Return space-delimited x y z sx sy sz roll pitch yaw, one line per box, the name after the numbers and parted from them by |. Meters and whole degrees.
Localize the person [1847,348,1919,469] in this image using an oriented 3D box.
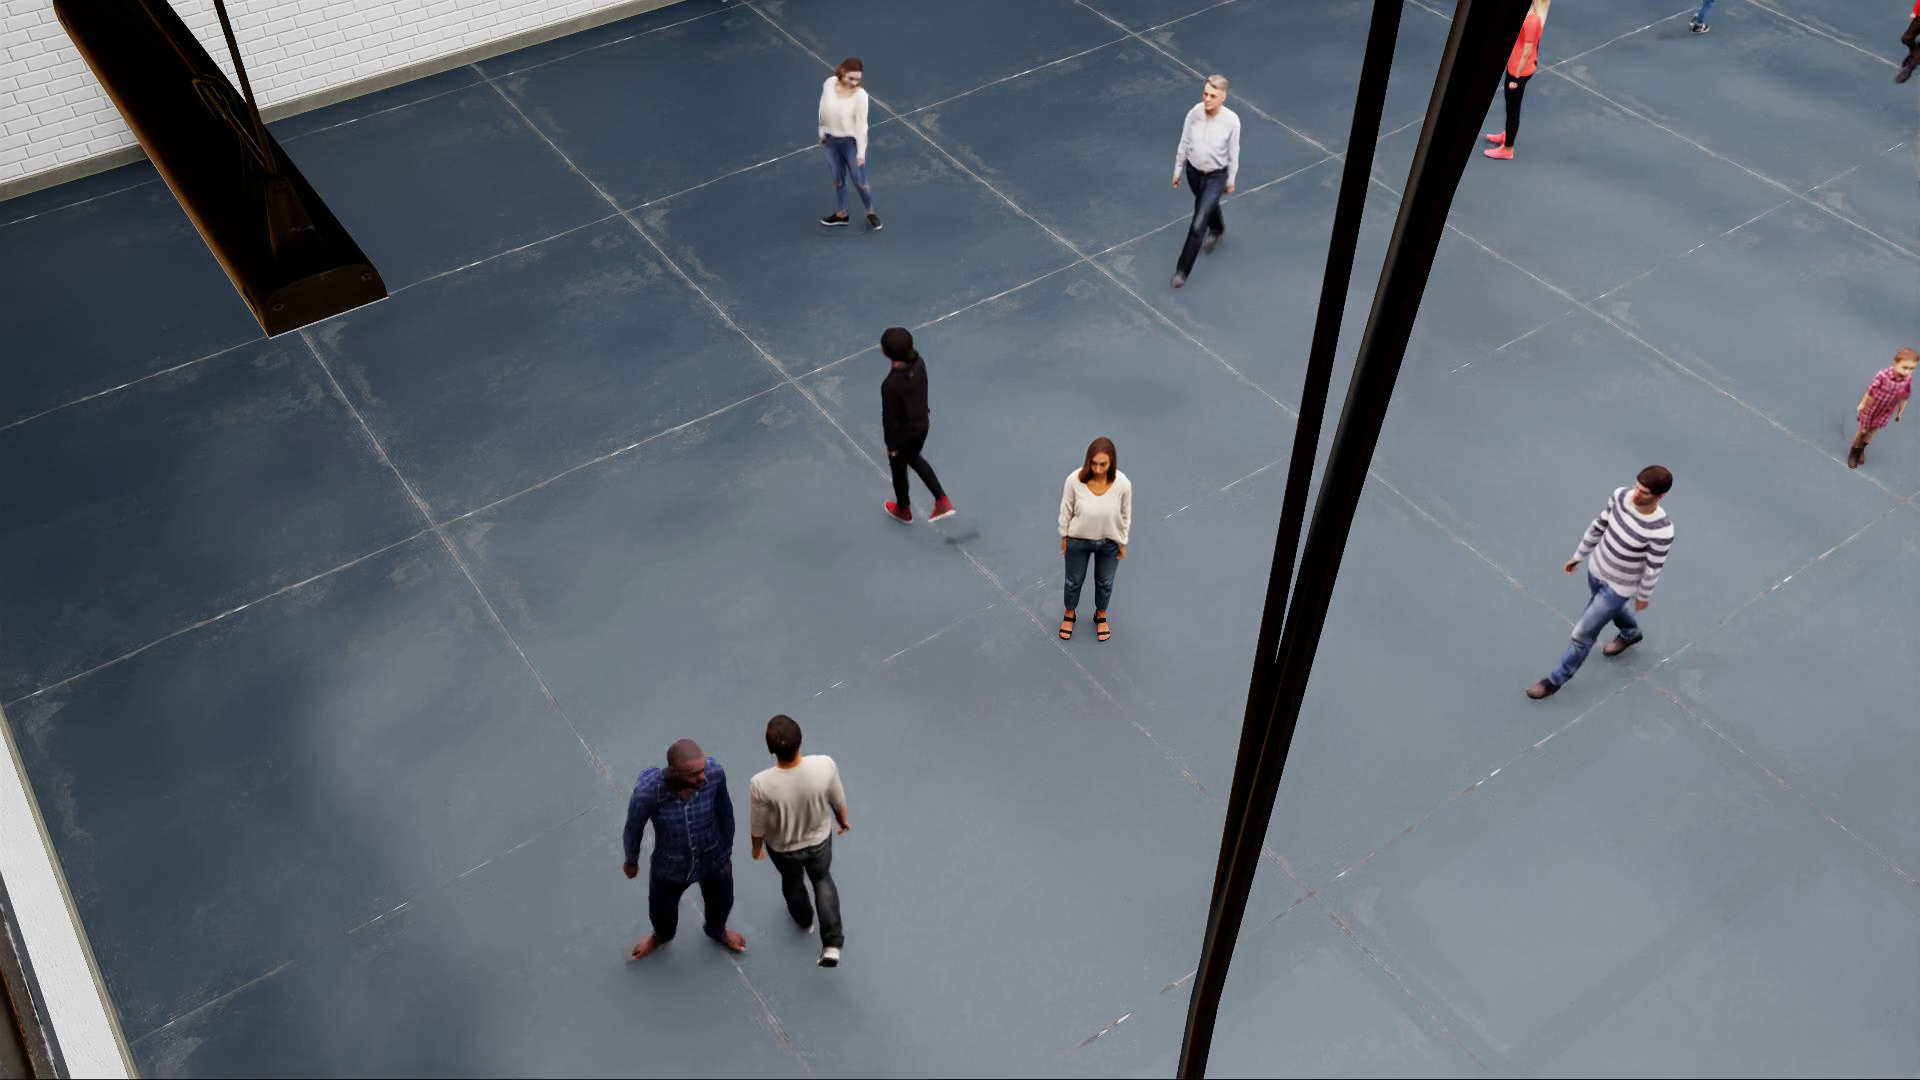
6.821 -1.028 12.311 0.549 1.018 0.608 10 44 10 | person

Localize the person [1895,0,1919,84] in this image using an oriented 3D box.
9.645 -5.200 16.502 0.666 1.276 0.509 -28 50 -26 | person

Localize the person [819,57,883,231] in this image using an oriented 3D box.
-1.032 -3.440 14.370 0.747 1.670 0.807 -32 52 -29 | person

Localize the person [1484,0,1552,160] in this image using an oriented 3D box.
5.152 -4.325 15.282 0.739 1.693 0.652 13 45 13 | person

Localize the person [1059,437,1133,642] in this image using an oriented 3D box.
0.870 -0.013 10.764 0.683 1.682 0.756 4 44 4 | person

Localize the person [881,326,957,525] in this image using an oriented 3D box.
-0.300 -0.736 11.546 0.776 1.650 0.830 27 50 25 | person

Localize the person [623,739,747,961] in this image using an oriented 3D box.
-1.498 1.673 8.912 0.659 1.796 0.955 -6 44 -7 | person

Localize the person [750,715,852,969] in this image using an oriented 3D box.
-0.825 1.660 8.931 0.930 1.787 0.900 -16 46 -16 | person

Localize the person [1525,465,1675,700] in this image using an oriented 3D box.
4.182 0.209 10.442 1.285 1.806 0.905 -13 45 -13 | person

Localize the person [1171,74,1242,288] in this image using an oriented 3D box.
2.101 -3.091 13.929 0.926 1.773 1.278 26 49 25 | person
